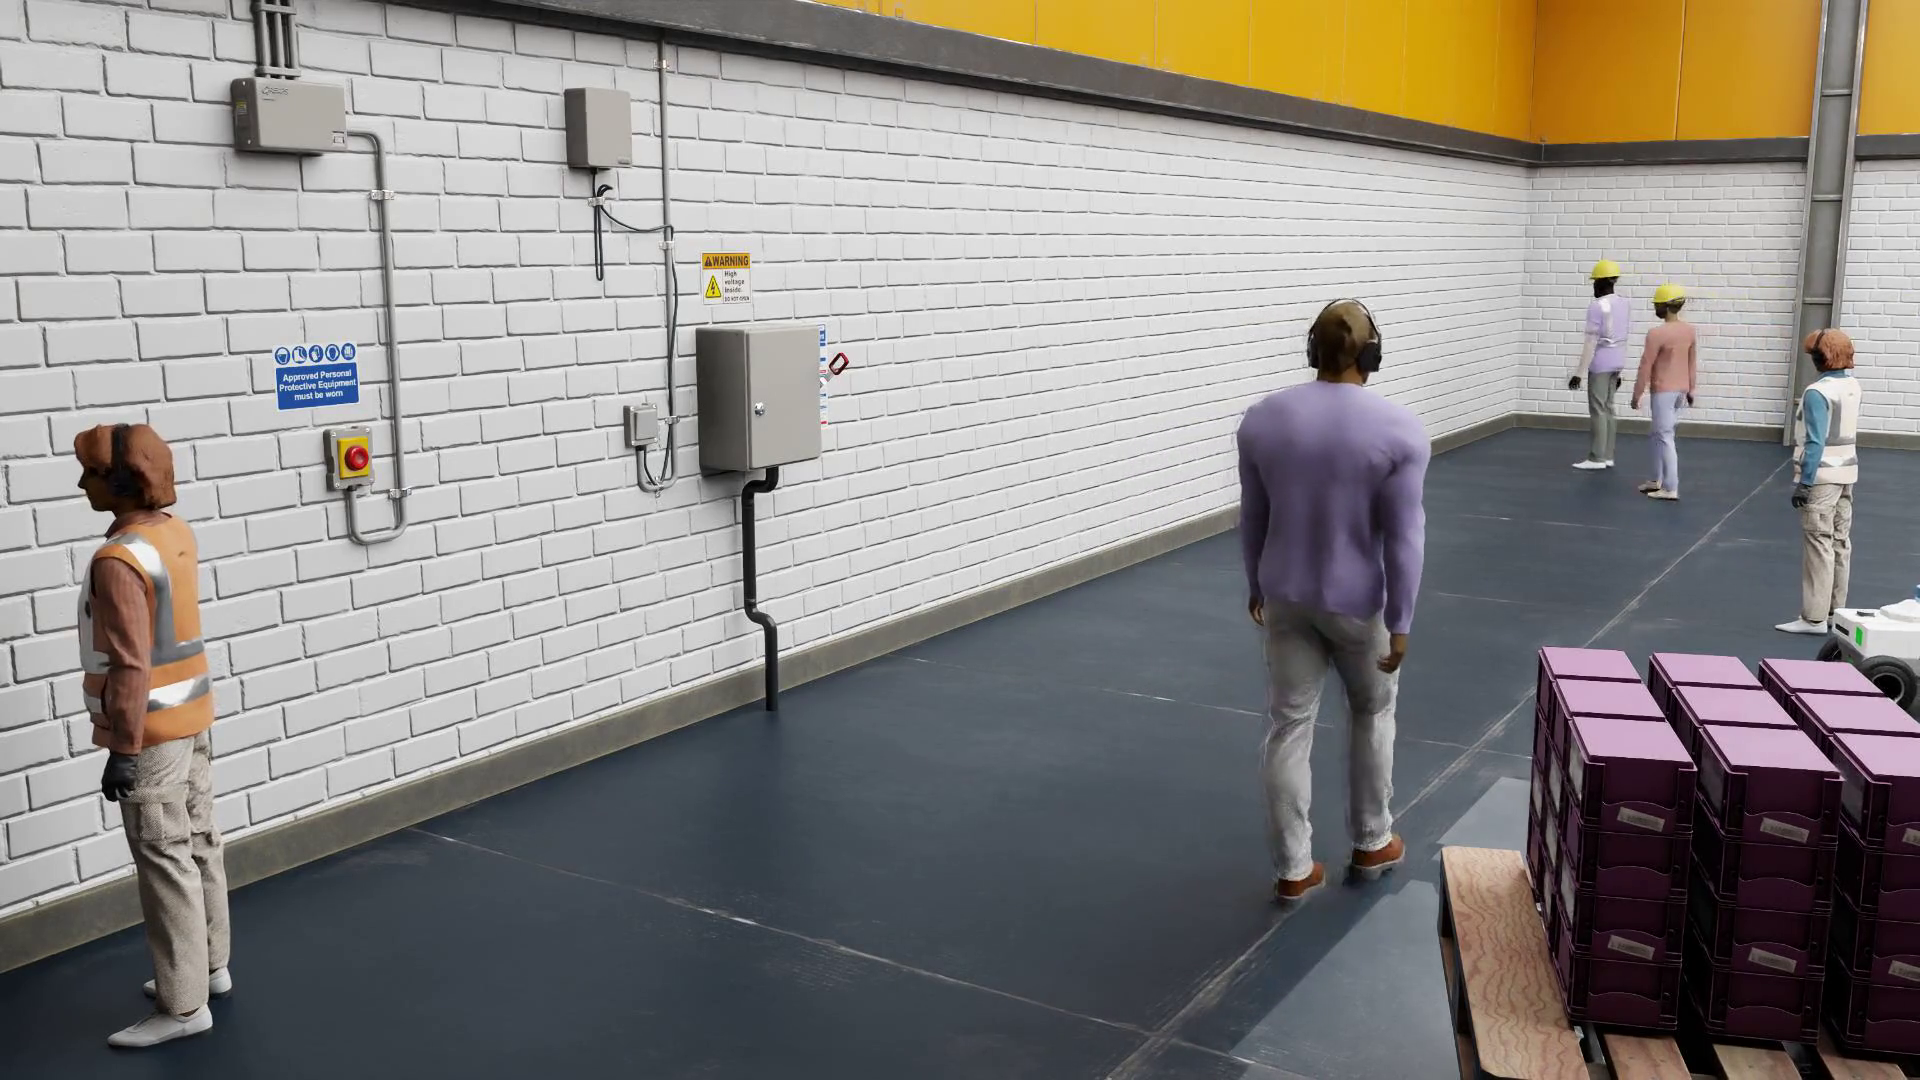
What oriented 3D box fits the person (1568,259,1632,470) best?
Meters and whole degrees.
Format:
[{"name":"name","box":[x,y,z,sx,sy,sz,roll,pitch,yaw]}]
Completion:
[{"name":"person","box":[5.876,-1.597,15.235,0.599,1.928,0.373,-9,13,-39]}]

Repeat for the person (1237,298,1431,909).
[{"name":"person","box":[1.212,0.188,5.372,0.647,1.911,0.781,6,12,29]}]

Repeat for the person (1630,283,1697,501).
[{"name":"person","box":[5.681,-1.209,13.555,0.554,1.742,0.621,-6,12,-29]}]

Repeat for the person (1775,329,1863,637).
[{"name":"person","box":[4.606,-0.304,8.872,0.515,1.636,0.315,-8,13,-39]}]

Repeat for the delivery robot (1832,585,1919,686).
[{"name":"delivery robot","box":[4.332,0.445,7.461,0.707,0.478,0.477,2,10,10]}]

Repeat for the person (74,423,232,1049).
[{"name":"person","box":[-2.121,0.506,4.381,0.306,1.637,0.522,-2,10,-9]}]
